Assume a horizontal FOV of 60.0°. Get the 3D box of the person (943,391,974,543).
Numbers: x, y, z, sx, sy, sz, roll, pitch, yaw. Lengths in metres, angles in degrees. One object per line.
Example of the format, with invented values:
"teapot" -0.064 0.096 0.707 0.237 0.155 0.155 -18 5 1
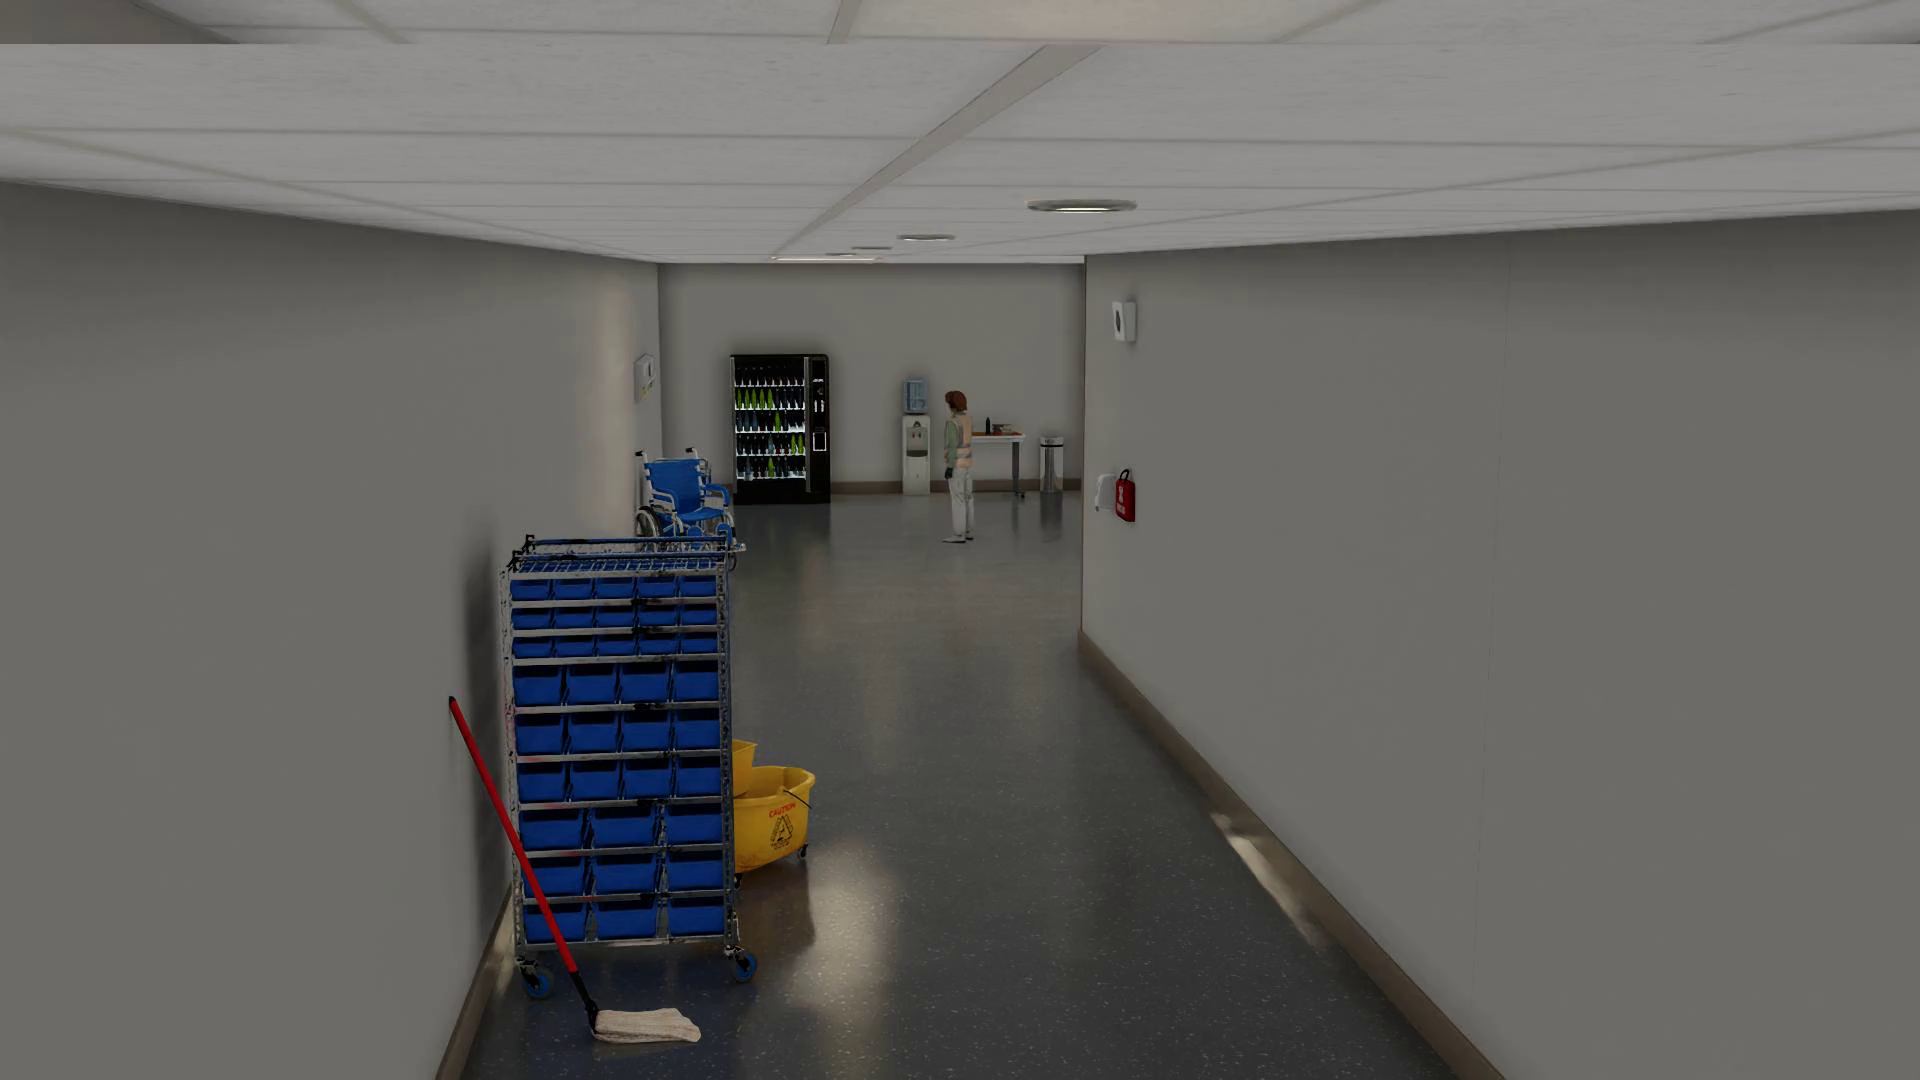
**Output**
"person" -0.016 -0.787 17.892 0.310 1.636 0.522 4 10 24
